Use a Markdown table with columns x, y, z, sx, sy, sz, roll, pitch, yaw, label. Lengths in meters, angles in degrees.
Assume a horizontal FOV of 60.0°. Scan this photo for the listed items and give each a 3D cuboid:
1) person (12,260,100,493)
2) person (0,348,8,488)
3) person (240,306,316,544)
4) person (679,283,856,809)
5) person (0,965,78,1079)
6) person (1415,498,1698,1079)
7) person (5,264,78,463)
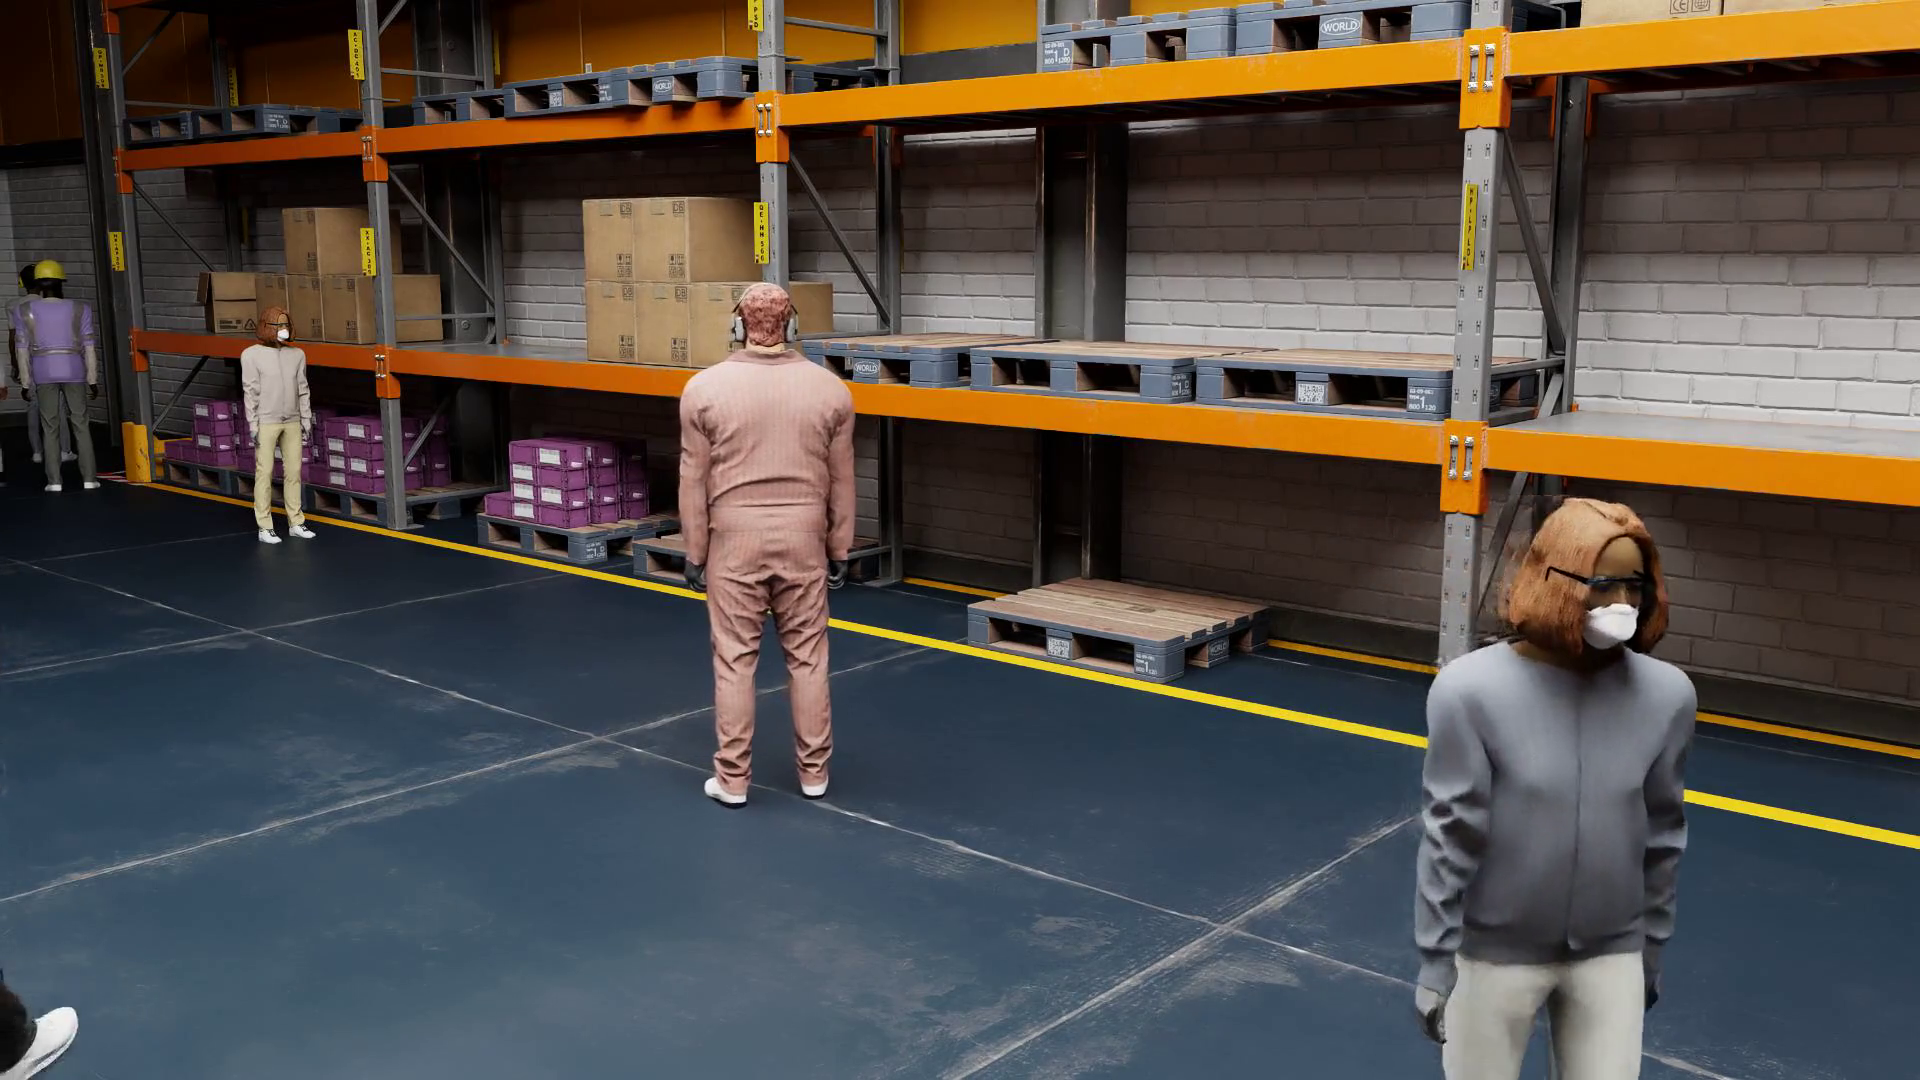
| x | y | z | sx | sy | sz | roll | pitch | yaw | label |
| --- | --- | --- | --- | --- | --- | --- | --- | --- | --- |
| -7.478 | -1.348 | 13.790 | 0.589 | 1.924 | 0.384 | -6 | 11 | -29 | person |
| -8.312 | -1.307 | 13.890 | 0.613 | 1.802 | 0.550 | -6 | 12 | -31 | person |
| -4.705 | -0.794 | 11.487 | 0.277 | 1.629 | 0.497 | 7 | 12 | 34 | person |
| -0.703 | 0.019 | 6.089 | 0.646 | 1.901 | 0.397 | -3 | 10 | -18 | person |
| -2.421 | 0.475 | 3.596 | 0.607 | 1.862 | 1.047 | 1 | 10 | 5 | person |
| 1.016 | 0.706 | 2.965 | 0.509 | 1.613 | 0.600 | -1 | 10 | -5 | person |
| -8.693 | -1.661 | 15.720 | 0.521 | 1.873 | 0.334 | -3 | 10 | -18 | person |
